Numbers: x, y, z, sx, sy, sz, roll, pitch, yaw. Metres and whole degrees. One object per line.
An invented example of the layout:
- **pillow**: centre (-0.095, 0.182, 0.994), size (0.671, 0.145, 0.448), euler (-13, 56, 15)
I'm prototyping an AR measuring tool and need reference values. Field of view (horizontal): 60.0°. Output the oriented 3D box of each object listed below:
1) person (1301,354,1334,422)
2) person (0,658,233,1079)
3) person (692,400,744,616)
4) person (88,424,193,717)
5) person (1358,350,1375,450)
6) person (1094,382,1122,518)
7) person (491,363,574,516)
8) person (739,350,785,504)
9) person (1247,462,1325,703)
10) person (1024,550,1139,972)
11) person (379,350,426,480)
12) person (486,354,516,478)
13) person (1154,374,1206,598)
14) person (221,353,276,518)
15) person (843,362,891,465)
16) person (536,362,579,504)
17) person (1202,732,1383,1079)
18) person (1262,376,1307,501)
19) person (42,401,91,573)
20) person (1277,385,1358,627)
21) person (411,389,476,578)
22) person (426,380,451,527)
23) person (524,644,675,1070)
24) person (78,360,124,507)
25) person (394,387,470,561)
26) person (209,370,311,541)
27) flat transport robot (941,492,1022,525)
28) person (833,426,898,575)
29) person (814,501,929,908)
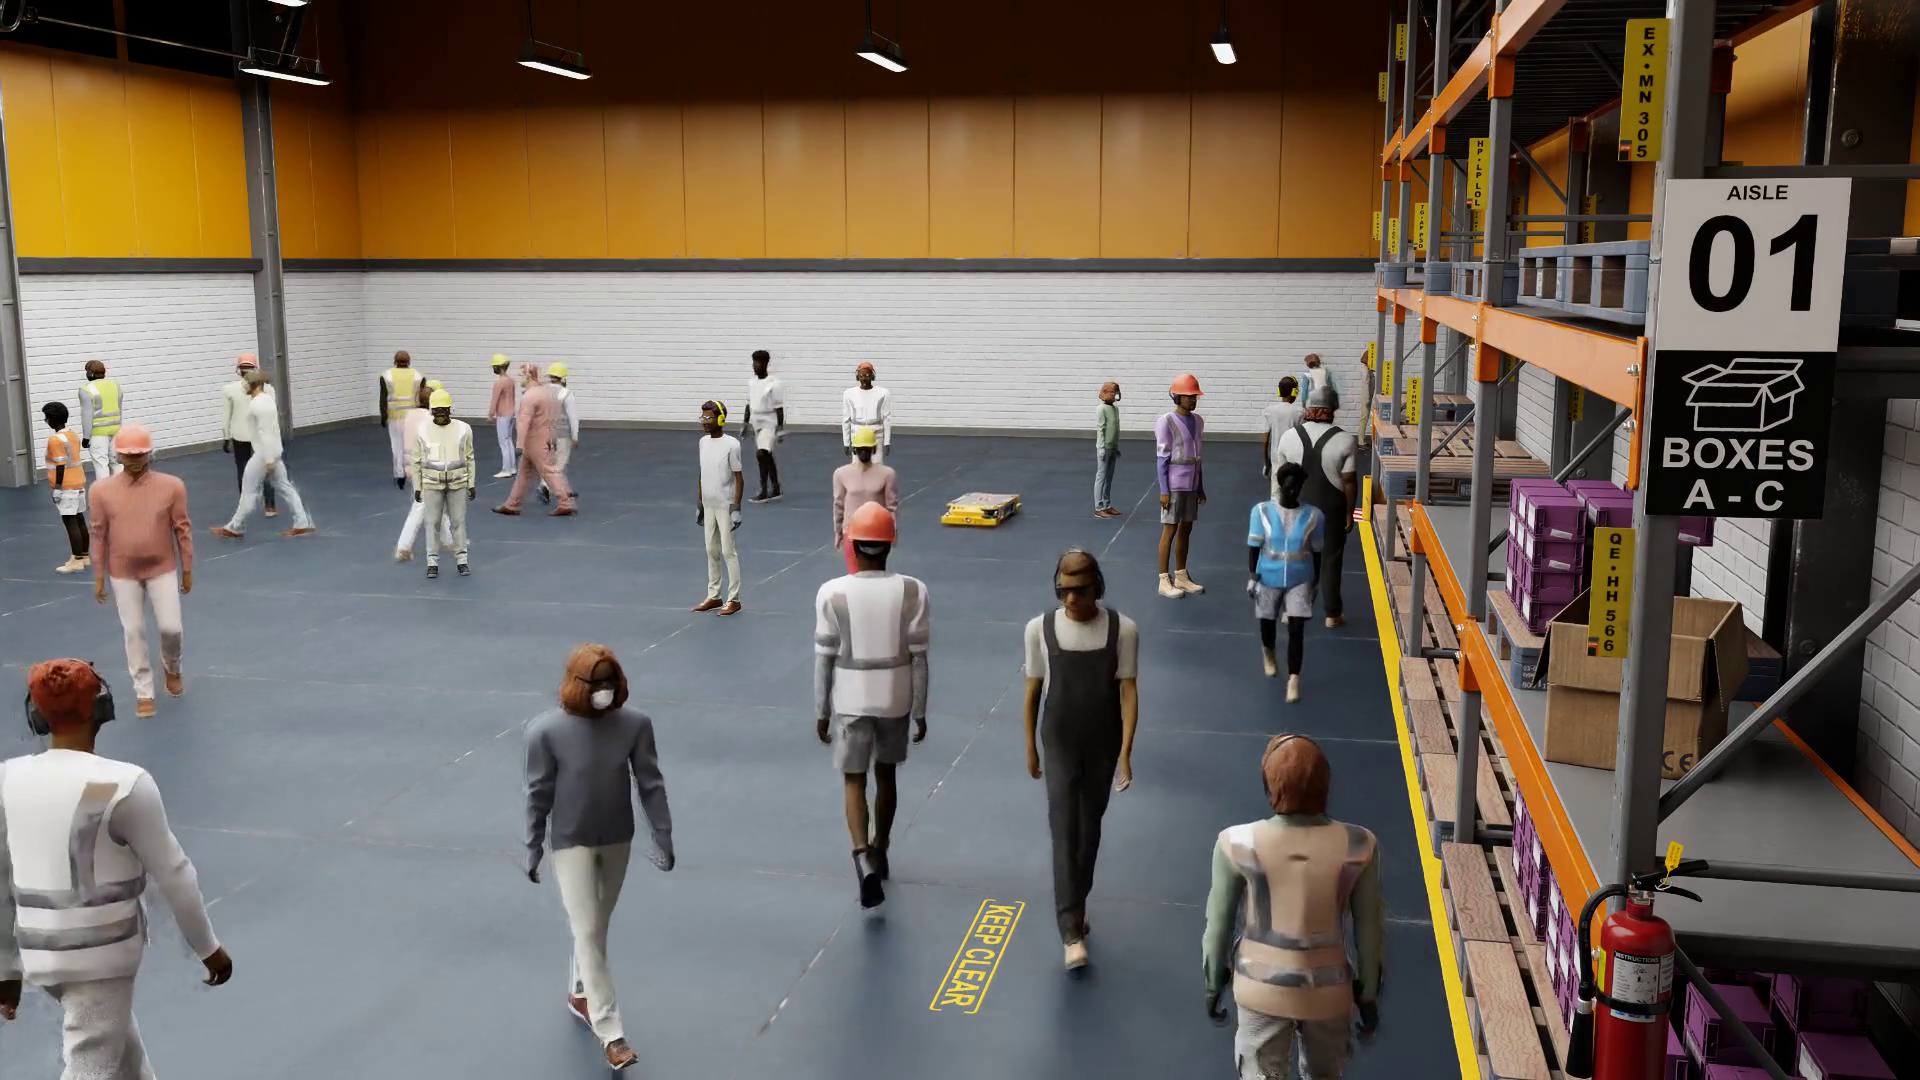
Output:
- **person**: centre (5.787, -2.181, 26.657), size (0.666, 1.604, 0.338), euler (-2, 10, -14)
- **person**: centre (-2.611, 1.264, 5.180), size (0.614, 1.835, 0.932), euler (3, 10, 20)
- **person**: centre (-2.100, -0.273, 14.403), size (0.538, 1.860, 0.313), euler (7, 12, 38)
- **person**: centre (-5.510, 0.198, 11.212), size (0.630, 1.981, 0.495), euler (-4, 10, -23)
- **person**: centre (6.690, -2.301, 27.297), size (0.275, 1.632, 0.507), euler (3, 10, 16)
- **person**: centre (1.789, -1.088, 19.992), size (0.279, 1.634, 0.498), euler (5, 11, 29)
- **person**: centre (-5.138, -1.192, 19.969), size (1.017, 1.853, 0.667), euler (0, 9, -3)
- **person**: centre (-2.563, -1.444, 21.181), size (0.795, 1.939, 0.602), euler (-9, 13, -42)
- **person**: centre (2.296, 0.259, 11.743), size (0.536, 1.674, 0.709), euler (2, 10, 11)
- **person**: centre (0.531, 0.942, 7.250), size (0.495, 1.795, 0.913), euler (0, 9, -1)
- **person**: centre (-7.893, -1.783, 23.620), size (0.661, 1.815, 0.803), euler (-3, 10, -20)
- **person**: centre (-6.513, -1.762, 23.678), size (0.348, 1.764, 0.541), euler (1, 10, 9)
- **person**: centre (2.041, -0.498, 15.211), size (0.606, 2.044, 0.374), euler (-9, 13, -44)
- **person**: centre (-8.480, -1.236, 19.869), size (0.633, 1.977, 0.429), euler (-6, 11, -30)
- **person**: centre (-1.108, -1.176, 19.792), size (0.577, 1.882, 0.339), euler (0, 9, 0)
- **person**: centre (-5.151, -1.361, 21.152), size (0.604, 1.807, 0.818), euler (5, 11, 29)
- **person**: centre (1.007, 1.392, 5.072), size (0.531, 1.625, 0.373), euler (0, 9, -1)
- **person**: centre (3.434, -0.791, 17.517), size (0.520, 1.865, 0.327), euler (5, 11, 30)
- **person**: centre (-8.808, -0.519, 16.394), size (0.322, 1.690, 0.537), euler (-2, 10, -9)
- **person**: centre (3.028, -0.299, 14.013), size (0.682, 2.000, 0.535), euler (5, 11, 28)
- **person**: centre (-5.007, -0.550, 16.154), size (0.600, 1.831, 0.404), euler (-4, 10, -22)
- **person**: centre (-5.966, -0.954, 18.913), size (0.386, 1.733, 0.499), euler (8, 12, 40)
- **person**: centre (-1.349, 1.189, 6.367), size (0.530, 1.587, 0.831), euler (-7, 12, -36)
- **person**: centre (-10.763, -1.332, 20.837), size (0.430, 1.845, 0.623), euler (3, 10, 17)
- **person**: centre (-5.523, -0.683, 17.161), size (0.635, 1.788, 0.984), euler (7, 12, 37)
- **person**: centre (-7.703, -0.924, 18.282), size (1.049, 1.875, 0.631), euler (-2, 10, -13)
- **flat transport robot**: centre (0.271, -0.383, 19.844), size (0.652, 0.197, 1.431), euler (2, 10, 14)
- **person**: centre (-0.769, -0.074, 13.554), size (0.530, 1.750, 0.679), euler (-1, 9, -3)
- **person**: centre (-0.412, 0.778, 7.927), size (0.548, 1.914, 0.841), euler (-1, 10, -9)
